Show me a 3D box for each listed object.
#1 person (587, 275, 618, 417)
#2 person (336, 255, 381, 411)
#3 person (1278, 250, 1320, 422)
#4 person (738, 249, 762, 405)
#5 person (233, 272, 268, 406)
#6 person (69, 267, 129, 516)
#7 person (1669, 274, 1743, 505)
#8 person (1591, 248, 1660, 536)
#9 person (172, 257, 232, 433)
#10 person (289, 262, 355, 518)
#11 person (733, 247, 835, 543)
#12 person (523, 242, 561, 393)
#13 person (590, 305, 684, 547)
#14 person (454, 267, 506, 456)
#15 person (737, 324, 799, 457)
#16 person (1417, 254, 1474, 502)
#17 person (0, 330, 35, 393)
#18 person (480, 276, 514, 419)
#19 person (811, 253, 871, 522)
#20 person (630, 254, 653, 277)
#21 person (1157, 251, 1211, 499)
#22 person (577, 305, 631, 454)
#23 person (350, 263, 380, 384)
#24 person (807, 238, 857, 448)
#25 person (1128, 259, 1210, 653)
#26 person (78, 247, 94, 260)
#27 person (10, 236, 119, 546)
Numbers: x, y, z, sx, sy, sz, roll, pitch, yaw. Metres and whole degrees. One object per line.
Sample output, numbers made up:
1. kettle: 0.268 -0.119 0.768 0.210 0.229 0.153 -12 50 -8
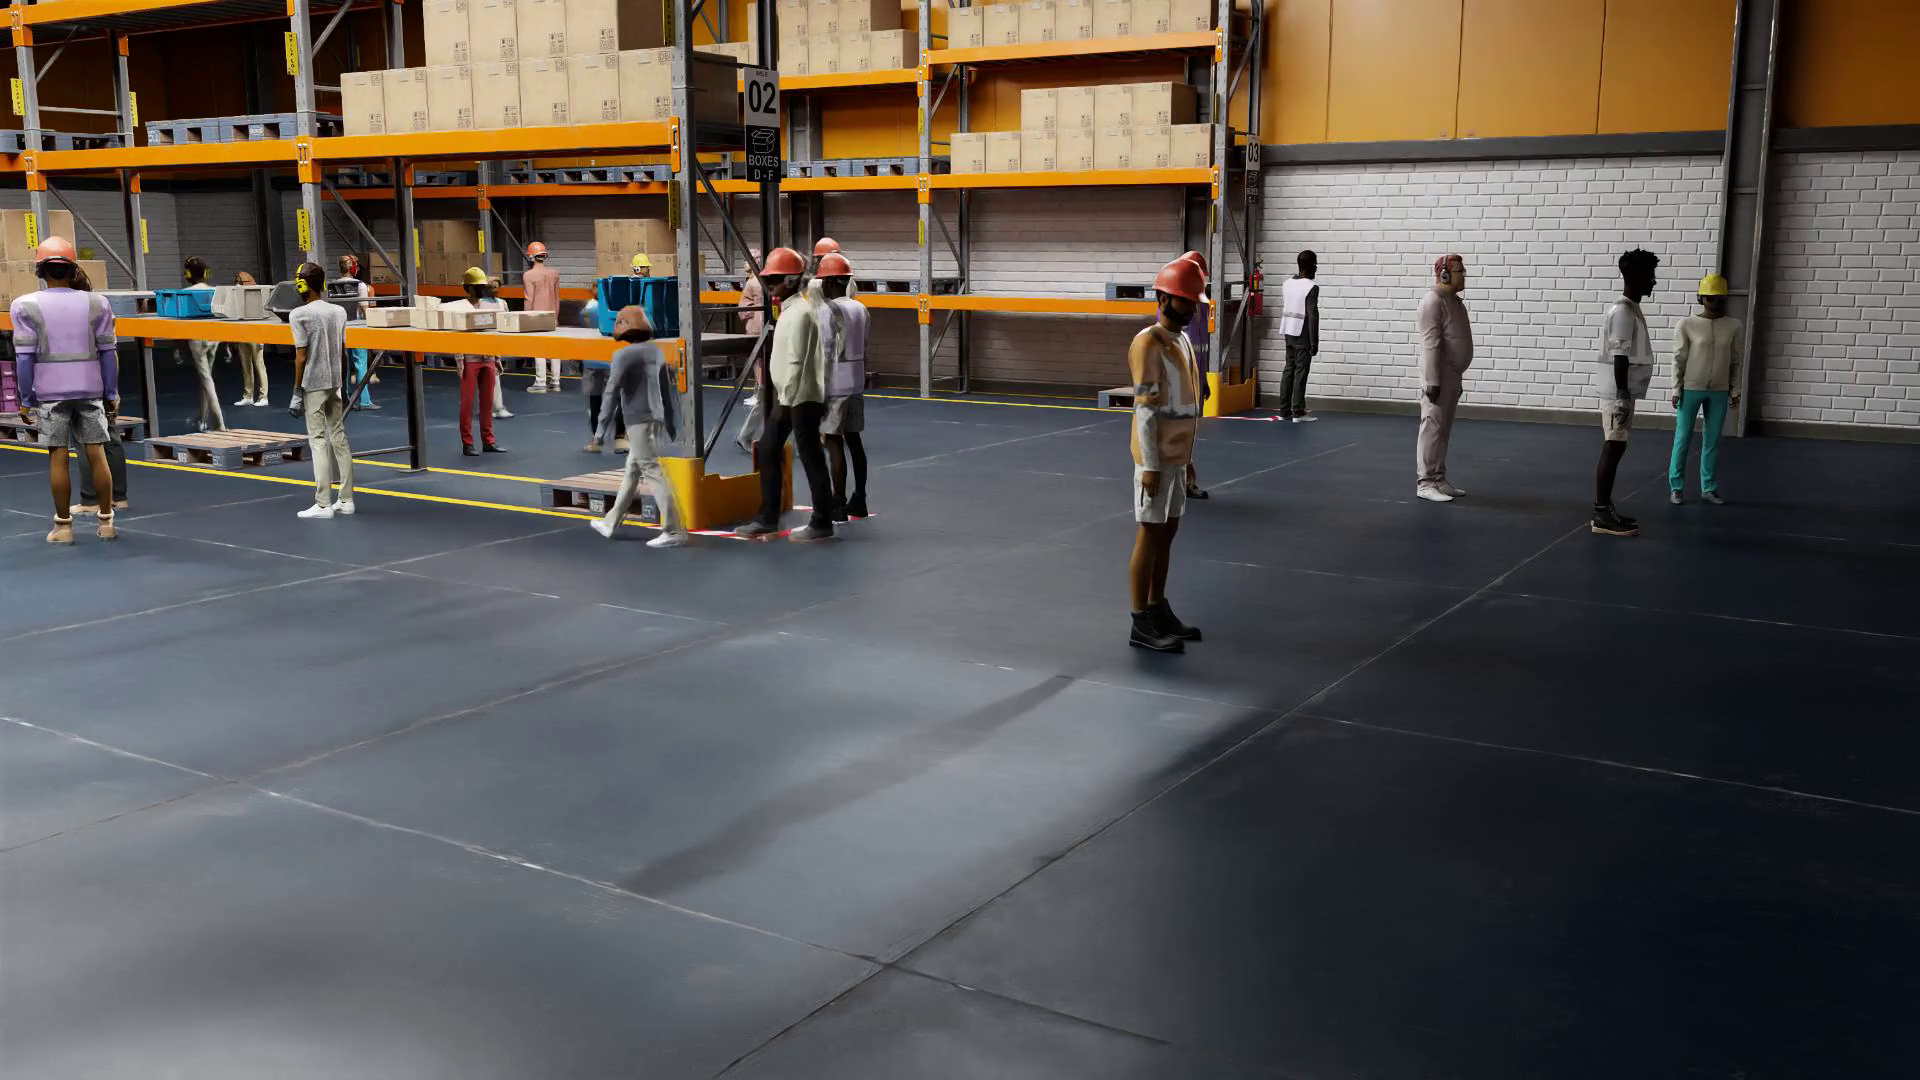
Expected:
1. person: -4.031 -2.197 18.961 0.565 1.615 0.531 4 11 22
2. person: -7.214 -2.442 19.709 0.567 1.843 0.389 3 11 18
3. person: 3.778 -2.256 18.510 0.393 1.913 0.592 -4 11 -23
4. person: -2.522 -2.612 20.459 0.410 1.913 0.651 -1 10 -5
5. person: -8.693 -2.450 20.332 0.498 1.634 0.278 4 11 23
6. person: -6.423 -1.094 12.240 0.336 1.841 0.508 5 11 26
7. person: 5.707 -1.144 12.733 0.528 1.768 0.313 0 10 0
8. person: 4.596 -1.025 11.516 0.363 1.963 0.612 4 11 22
9. person: -7.984 -2.014 17.340 0.859 1.838 0.554 6 12 28
10. person: -4.677 -1.086 12.143 0.329 1.865 0.509 5 11 25
11. person: -1.207 -0.932 10.996 0.820 1.962 0.645 -3 11 -15
12. person: -5.578 -2.956 22.133 0.378 1.996 0.610 6 12 32
13. person: -2.185 -0.754 11.045 0.840 1.574 0.613 5 11 24
14. person: -4.544 -1.681 15.708 0.314 1.768 0.527 7 12 34
15. person: -1.745 -1.563 15.549 0.878 1.591 0.538 8 13 37
16. person: 3.797 -1.266 13.008 0.407 1.913 0.641 6 12 32
17. person: -12.351 -2.881 21.959 0.654 1.905 0.628 9 14 41
18. person: -5.241 -2.168 18.831 0.744 1.607 0.530 5 11 24
19. person: -0.884 -1.100 12.043 0.386 1.932 0.545 6 12 31
20. person: -4.392 -3.029 22.984 0.404 1.835 0.586 1 10 4
21. person: 1.767 -1.259 12.895 0.551 1.935 0.375 -10 14 -43
22. person: -3.316 -1.623 15.670 0.650 1.662 0.395 1 10 6
23. person: -8.494 -3.051 23.484 0.534 1.697 0.322 -1 10 -3
24. person: -1.280 -1.919 16.254 0.394 2.042 0.611 8 13 39
25. person: 1.044 -0.418 8.257 0.374 1.929 0.542 5 12 27
26. person: -14.671 -3.979 28.086 0.691 1.903 0.427 8 13 37
27. person: -5.927 -0.980 11.054 0.613 2.043 0.374 -9 13 -40
